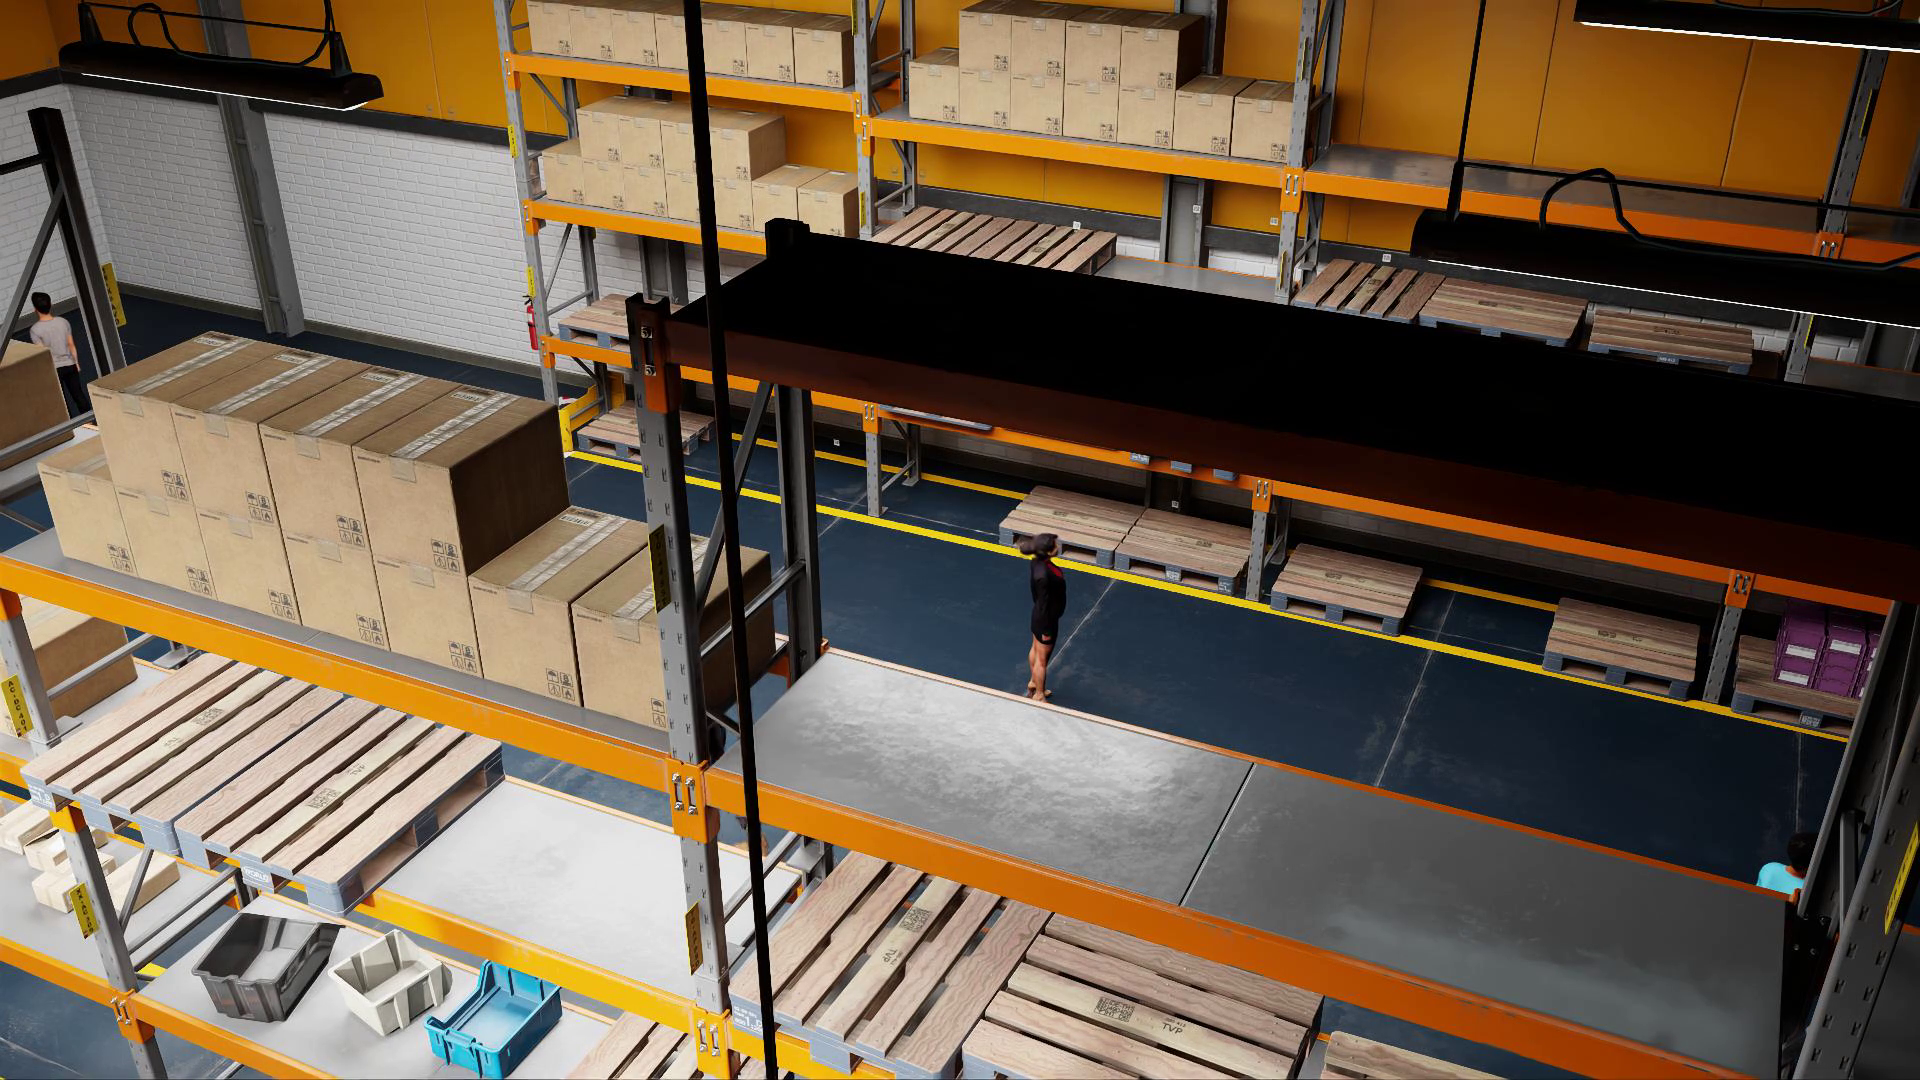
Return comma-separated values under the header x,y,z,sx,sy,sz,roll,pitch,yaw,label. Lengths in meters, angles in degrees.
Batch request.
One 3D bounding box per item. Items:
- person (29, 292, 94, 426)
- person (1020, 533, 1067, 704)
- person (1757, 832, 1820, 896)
x,y,z,sx,sy,sz,roll,pitch,yaw,label
-9.932,-1.913,18.321,0.576,1.722,0.643,19,34,30,person
0.696,0.670,13.674,0.753,1.638,0.699,-2,29,-4,person
4.976,2.516,10.145,0.747,1.776,0.662,-13,31,-23,person
